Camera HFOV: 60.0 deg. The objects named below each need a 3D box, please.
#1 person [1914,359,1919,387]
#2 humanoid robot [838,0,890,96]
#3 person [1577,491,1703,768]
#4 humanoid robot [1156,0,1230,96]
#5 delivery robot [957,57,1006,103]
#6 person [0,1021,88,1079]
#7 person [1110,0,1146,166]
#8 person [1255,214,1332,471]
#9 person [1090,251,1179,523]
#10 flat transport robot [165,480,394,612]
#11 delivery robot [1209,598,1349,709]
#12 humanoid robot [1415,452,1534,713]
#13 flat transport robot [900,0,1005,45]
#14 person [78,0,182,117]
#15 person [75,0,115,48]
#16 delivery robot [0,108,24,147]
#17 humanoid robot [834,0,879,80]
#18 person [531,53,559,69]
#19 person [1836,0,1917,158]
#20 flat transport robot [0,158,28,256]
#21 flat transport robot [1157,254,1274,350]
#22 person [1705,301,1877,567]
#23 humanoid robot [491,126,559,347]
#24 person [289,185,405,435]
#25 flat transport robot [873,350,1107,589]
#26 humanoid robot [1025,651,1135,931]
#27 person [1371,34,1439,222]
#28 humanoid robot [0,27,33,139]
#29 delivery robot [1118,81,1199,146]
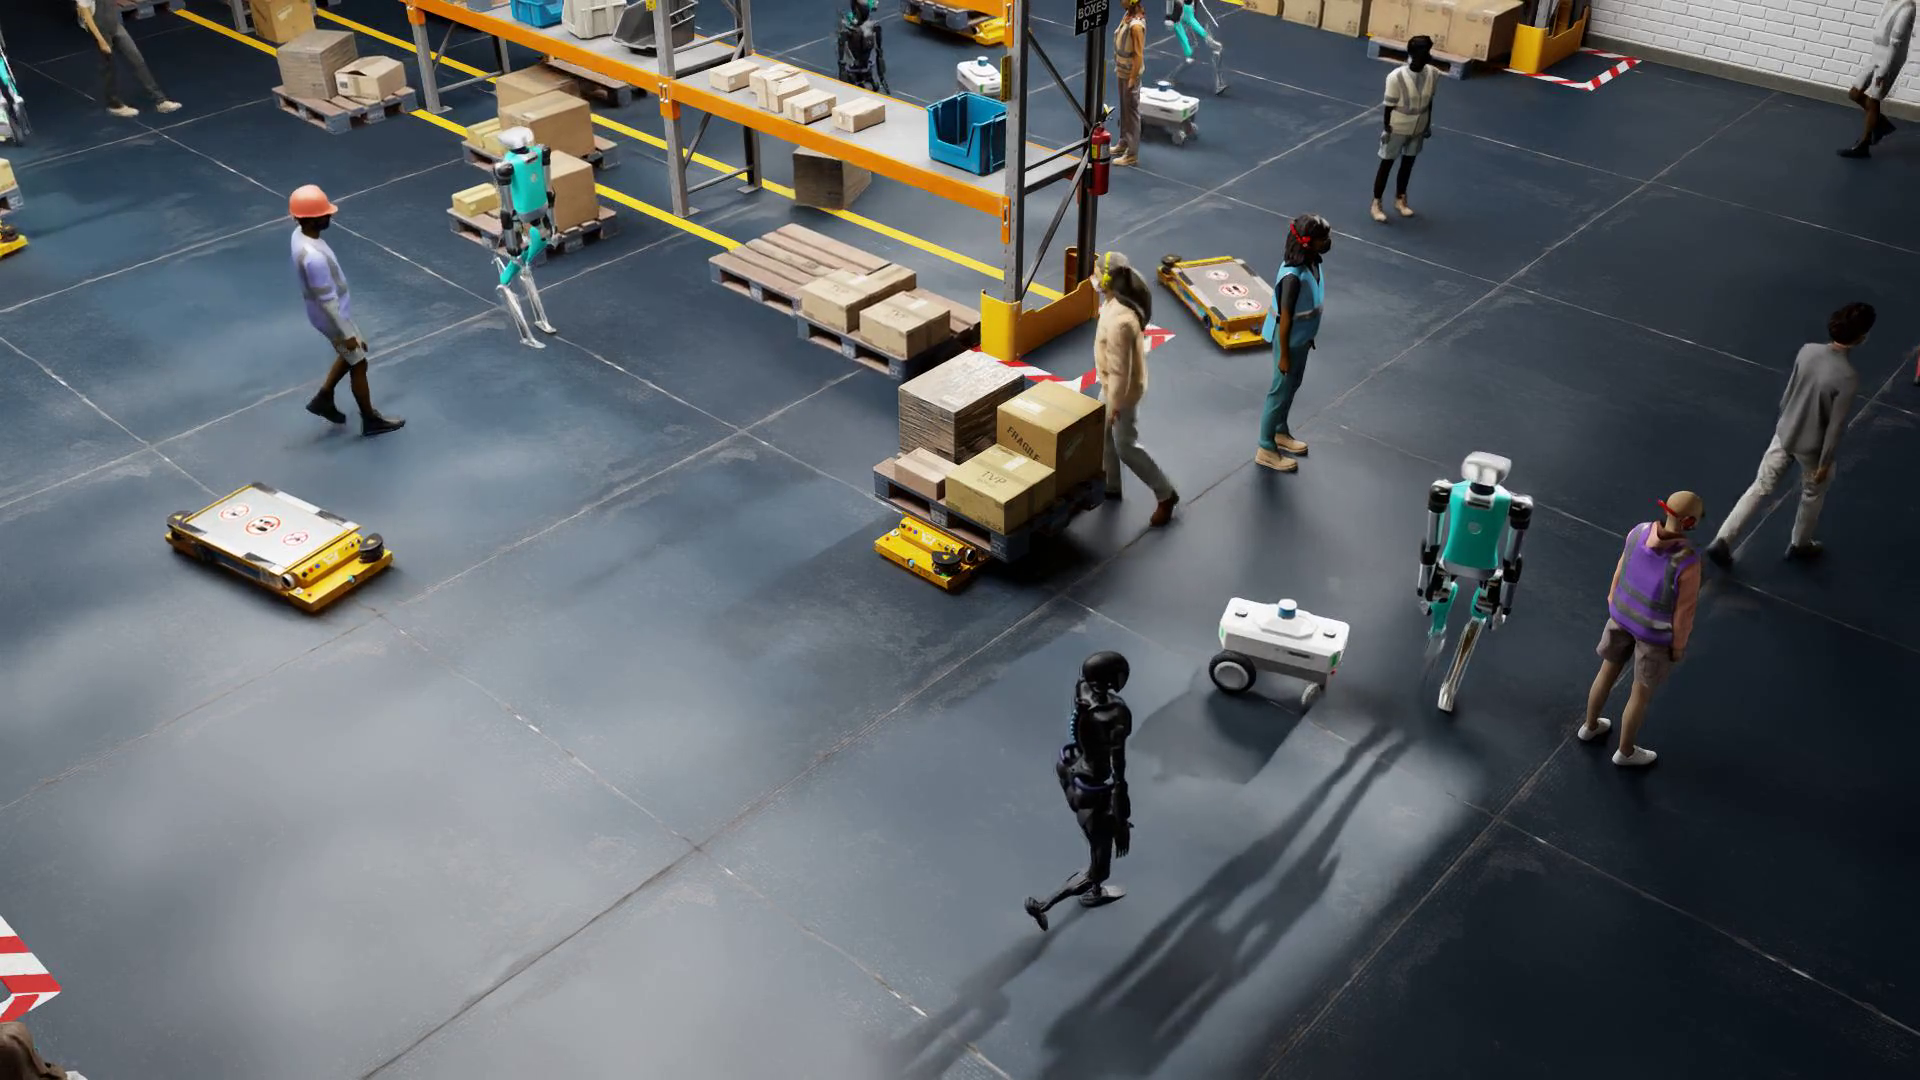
[{"bbox_3d":[7.489,-1.847,12.175,0.538,1.757,0.365,28,43,34],"label":"person"},{"bbox_3d":[-0.947,-4.396,15.958,0.589,1.641,0.560,-29,44,-35],"label":"humanoid robot"},{"bbox_3d":[3.657,0.466,8.879,0.341,1.692,0.493,-17,38,-23],"label":"person"},{"bbox_3d":[2.571,-5.556,17.611,0.957,1.784,0.558,23,41,30],"label":"humanoid robot"},{"bbox_3d":[0.244,-4.748,17.455,0.499,0.614,0.817,-12,36,-17],"label":"delivery robot"},{"bbox_3d":[-3.283,2.370,6.147,0.487,1.663,0.340,-15,37,-21],"label":"person"},{"bbox_3d":[1.606,-4.491,15.987,0.311,1.777,0.484,-4,35,-6],"label":"person"},{"bbox_3d":[2.271,-1.355,11.380,0.389,1.860,0.505,20,39,26],"label":"person"},{"bbox_3d":[1.154,-1.005,10.895,0.658,1.835,0.597,1,35,2],"label":"person"},{"bbox_3d":[-4.433,0.016,10.788,1.431,0.231,0.659,20,39,26],"label":"flat transport robot"},{"bbox_3d":[1.855,0.604,9.668,0.746,0.577,0.515,13,37,18],"label":"delivery robot"},{"bbox_3d":[2.815,0.258,9.232,0.545,1.894,0.696,14,37,20],"label":"humanoid robot"},{"bbox_3d":[0.050,-6.202,19.795,1.431,0.231,0.659,29,44,35],"label":"flat transport robot"},{"bbox_3d":[-8.554,-5.168,16.946,0.868,1.810,0.531,8,35,11],"label":"person"},{"bbox_3d":[-10.146,-6.639,19.036,0.986,1.856,0.641,22,40,28],"label":"person"},{"bbox_3d":[-9.778,-4.197,16.655,0.499,0.613,0.814,-26,42,-32],"label":"delivery robot"},{"bbox_3d":[-1.169,-5.816,17.958,0.753,1.798,0.542,9,36,12],"label":"humanoid robot"},{"bbox_3d":[-4.693,-6.082,18.322,0.335,1.742,0.561,1,35,1],"label":"person"},{"bbox_3d":[8.927,-4.623,16.068,0.548,1.915,0.541,3,35,4],"label":"person"},{"bbox_3d":[-9.046,-2.704,14.728,1.431,0.231,0.659,16,38,22],"label":"flat transport robot"},{"bbox_3d":[2.201,-1.996,13.702,0.659,0.231,1.431,-10,36,-14],"label":"flat transport robot"},{"bbox_3d":[5.206,-0.626,10.311,0.883,1.865,0.530,-17,38,-22],"label":"person"},{"bbox_3d":[-3.463,-2.395,12.963,0.665,1.768,0.543,20,39,26],"label":"humanoid robot"},{"bbox_3d":[-4.382,-1.582,11.644,0.586,1.922,0.582,-15,37,-20],"label":"person"},{"bbox_3d":[0.158,-0.172,11.059,0.659,0.231,1.431,27,43,33],"label":"flat transport robot"},{"bbox_3d":[0.571,1.183,7.875,0.575,1.640,0.584,-12,36,-16],"label":"humanoid robot"},{"bbox_3d":[3.995,-3.690,14.897,0.539,1.695,0.317,-12,36,-17],"label":"person"},{"bbox_3d":[-9.596,-4.764,16.445,0.689,1.823,0.540,25,42,32],"label":"humanoid robot"},{"bbox_3d":[2.026,-4.344,16.852,0.782,0.594,0.499,20,39,26],"label":"delivery robot"}]
